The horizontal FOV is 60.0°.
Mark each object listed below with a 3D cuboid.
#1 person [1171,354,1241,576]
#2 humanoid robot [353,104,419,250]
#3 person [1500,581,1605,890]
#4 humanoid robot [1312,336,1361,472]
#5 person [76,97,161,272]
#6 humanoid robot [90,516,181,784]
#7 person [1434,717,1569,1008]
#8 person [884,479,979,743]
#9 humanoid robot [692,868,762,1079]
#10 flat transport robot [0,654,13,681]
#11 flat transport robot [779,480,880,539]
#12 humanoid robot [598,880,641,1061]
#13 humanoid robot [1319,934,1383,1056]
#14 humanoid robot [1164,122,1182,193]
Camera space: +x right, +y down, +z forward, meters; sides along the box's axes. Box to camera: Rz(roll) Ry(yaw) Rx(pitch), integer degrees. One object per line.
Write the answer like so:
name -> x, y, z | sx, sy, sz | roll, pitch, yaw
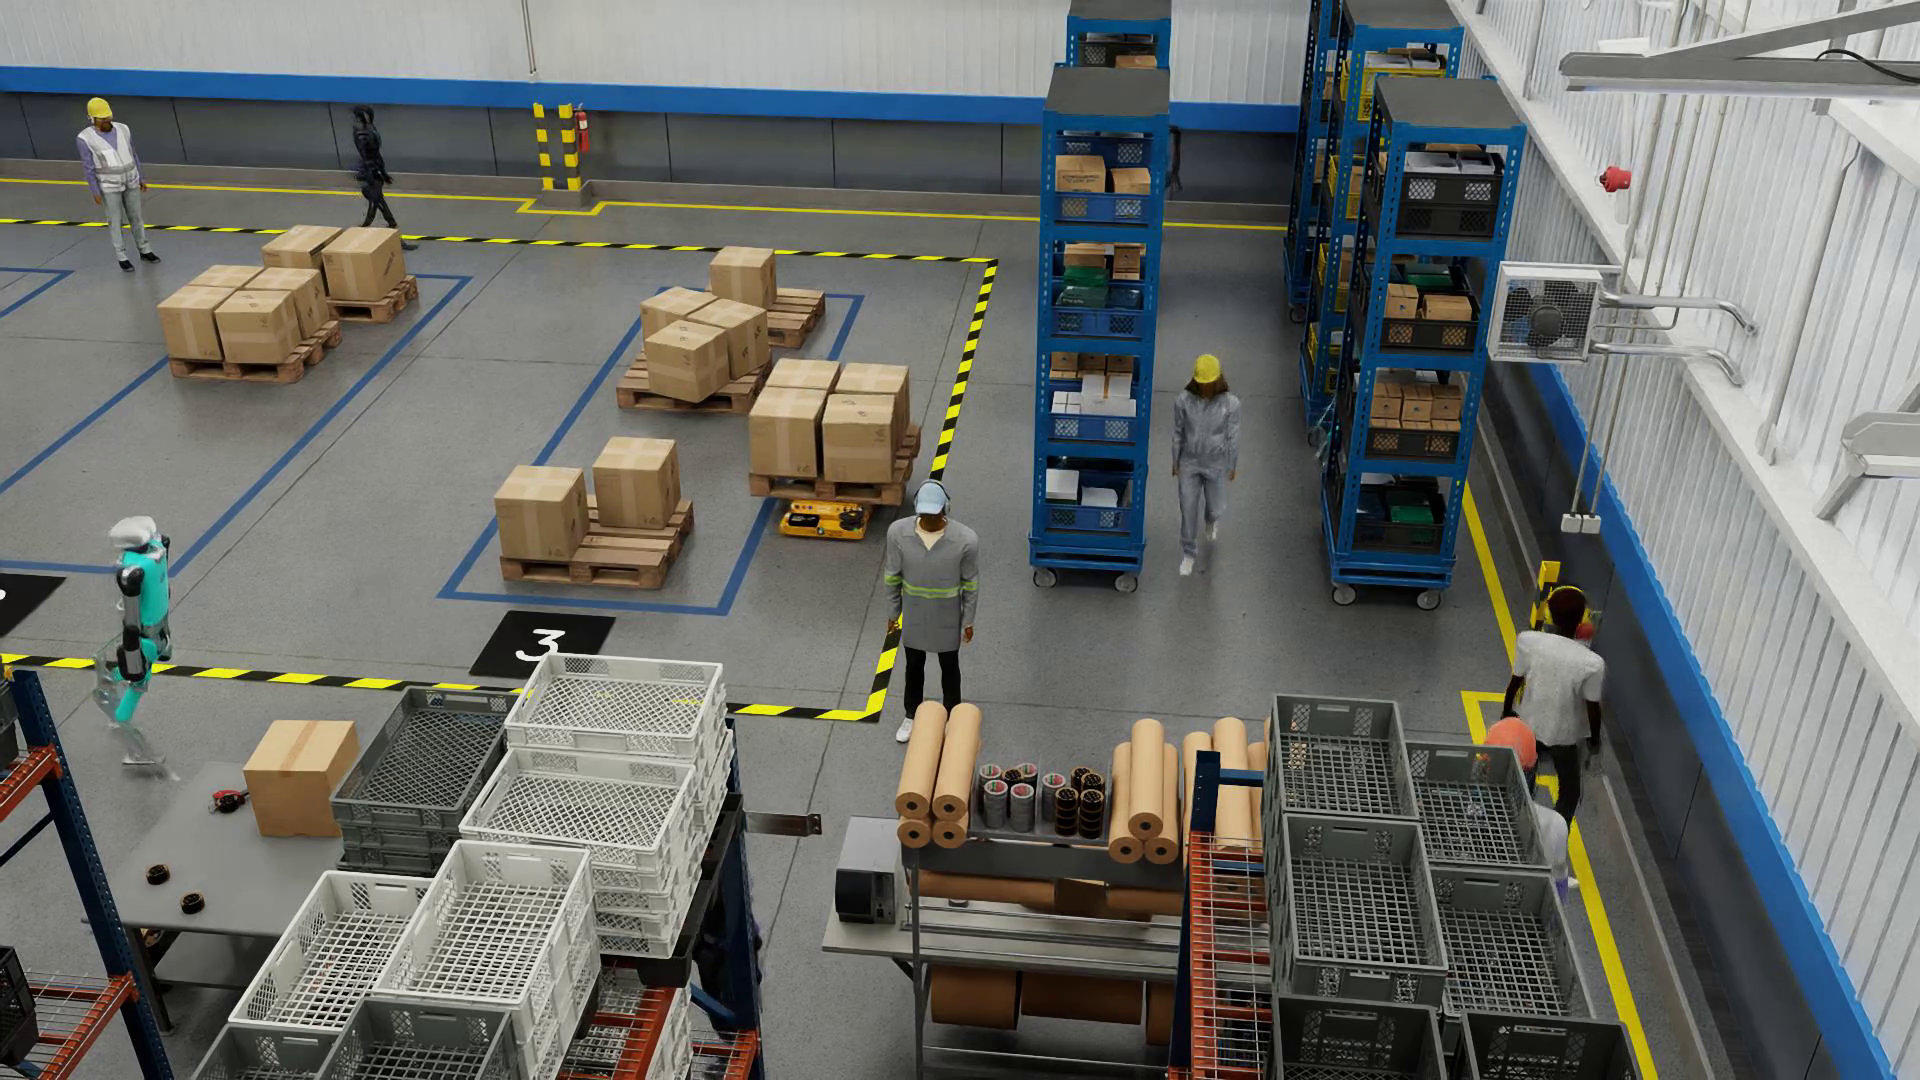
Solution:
person -> 1.790, -0.594, 12.239 | 0.492, 1.722, 0.519 | 6, 31, 10
humanoid robot -> -6.399, -3.937, 18.096 | 0.784, 1.638, 0.589 | -2, 30, -4
person -> 3.274, 1.108, 9.215 | 0.623, 1.849, 0.428 | 21, 36, 32
humanoid robot -> 3.079, -0.990, 12.937 | 0.715, 1.814, 0.553 | -19, 35, -29
person -> -8.902, -3.771, 17.596 | 0.404, 1.830, 0.602 | 19, 35, 30
humanoid robot -> -5.060, 0.692, 10.042 | 0.803, 1.790, 0.558 | -1, 30, -2
person -> 2.499, 1.772, 7.933 | 0.635, 1.988, 1.092 | 21, 36, 31
person -> -0.181, 0.457, 10.314 | 0.588, 1.852, 0.372 | 5, 31, 8
humanoid robot -> -1.161, 1.976, 7.869 | 0.381, 1.651, 0.612 | -26, 39, -37
flat transport robot -> -7.142, 0.969, 11.010 | 1.431, 0.231, 0.659 | 3, 30, 6
flat transport robot -> -0.987, -0.457, 13.431 | 0.652, 0.197, 1.431 | 4, 30, 6
humanoid robot -> -1.713, 1.916, 7.985 | 0.380, 1.650, 0.603 | -23, 37, -34
humanoid robot -> 1.605, 2.354, 7.243 | 0.402, 1.640, 0.589 | -7, 31, -12
humanoid robot -> 2.128, -4.036, 18.219 | 0.616, 1.641, 0.399 | -1, 30, -1
